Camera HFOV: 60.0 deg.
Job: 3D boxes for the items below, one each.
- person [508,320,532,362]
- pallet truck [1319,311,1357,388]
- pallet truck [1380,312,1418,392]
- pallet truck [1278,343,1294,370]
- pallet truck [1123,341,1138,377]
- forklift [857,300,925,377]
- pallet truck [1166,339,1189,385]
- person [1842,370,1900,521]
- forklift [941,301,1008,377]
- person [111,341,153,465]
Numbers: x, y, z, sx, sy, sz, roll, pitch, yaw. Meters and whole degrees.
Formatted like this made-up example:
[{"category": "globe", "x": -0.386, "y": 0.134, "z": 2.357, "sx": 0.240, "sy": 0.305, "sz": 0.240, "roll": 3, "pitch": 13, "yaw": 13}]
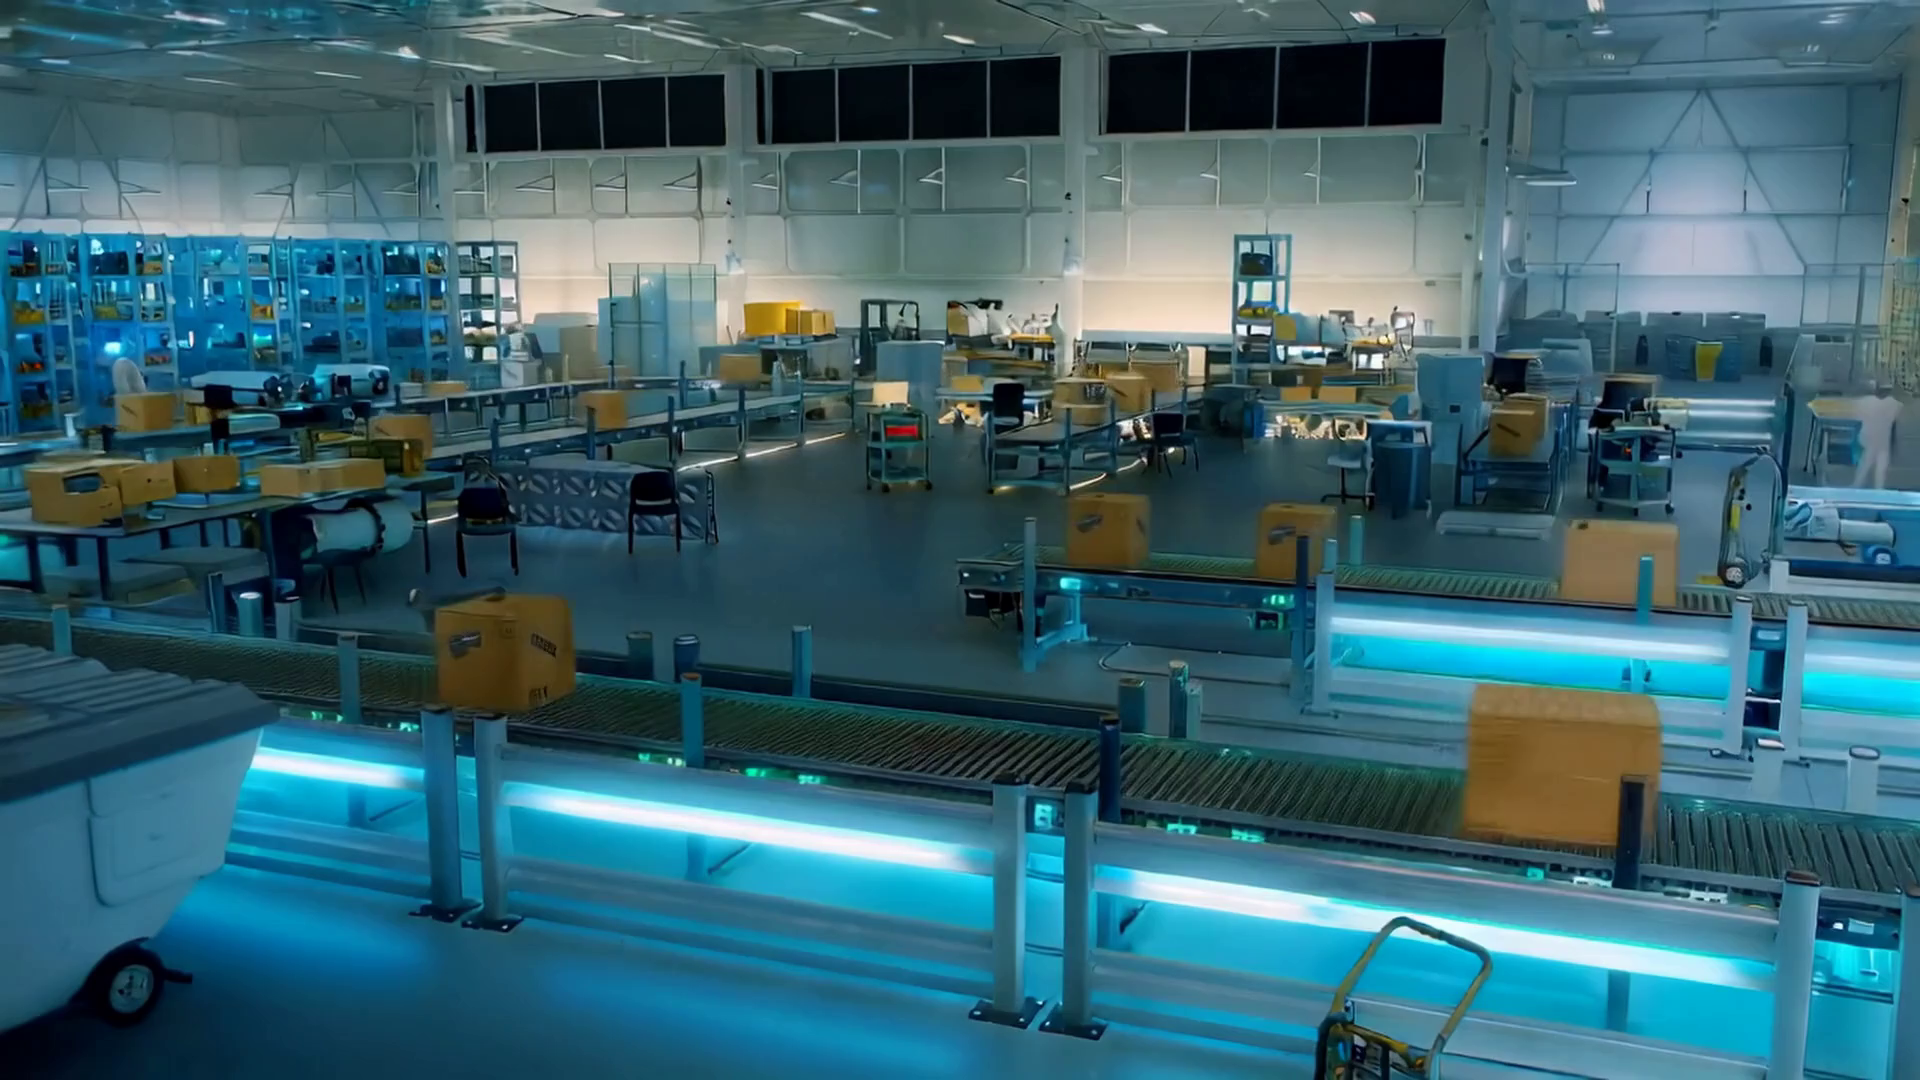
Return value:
[{"category": "person", "x": -9.996, "y": -4.083, "z": 37.700, "sx": 0.604, "sy": 1.815, "sz": 0.624, "roll": 5, "pitch": 11, "yaw": 28}, {"category": "pallet truck", "x": 9.071, "y": -4.419, "z": 39.190, "sx": 0.823, "sy": 1.965, "sz": 1.885, "roll": 5, "pitch": 10, "yaw": 26}, {"category": "pallet truck", "x": 10.207, "y": -4.283, "z": 38.369, "sx": 0.823, "sy": 1.965, "sz": 1.885, "roll": 3, "pitch": 10, "yaw": 20}, {"category": "pallet truck", "x": 7.886, "y": -4.163, "z": 39.743, "sx": 0.653, "sy": 1.274, "sz": 1.630, "roll": 4, "pitch": 10, "yaw": 22}, {"category": "pallet truck", "x": 4.445, "y": -4.380, "z": 41.279, "sx": 0.680, "sy": 1.201, "sz": 1.601, "roll": 4, "pitch": 10, "yaw": 22}, {"category": "forklift", "x": -1.732, "y": -5.109, "z": 42.468, "sx": 1.157, "sy": 1.987, "sz": 2.680, "roll": 4, "pitch": 10, "yaw": 22}, {"category": "pallet truck", "x": 5.418, "y": -4.269, "z": 40.420, "sx": 0.704, "sy": 1.261, "sz": 1.522, "roll": 3, "pitch": 10, "yaw": 20}, {"category": "person", "x": 10.517, "y": -1.049, "z": 19.214, "sx": 0.526, "sy": 1.854, "sz": 0.675, "roll": 1, "pitch": 9, "yaw": 9}, {"category": "forklift", "x": 0.365, "y": -4.966, "z": 41.571, "sx": 1.157, "sy": 1.987, "sz": 2.680, "roll": 3, "pitch": 10, "yaw": 20}, {"category": "person", "x": -12.543, "y": -2.056, "z": 25.165, "sx": 0.643, "sy": 1.905, "sz": 0.400, "roll": 9, "pitch": 13, "yaw": 44}]
